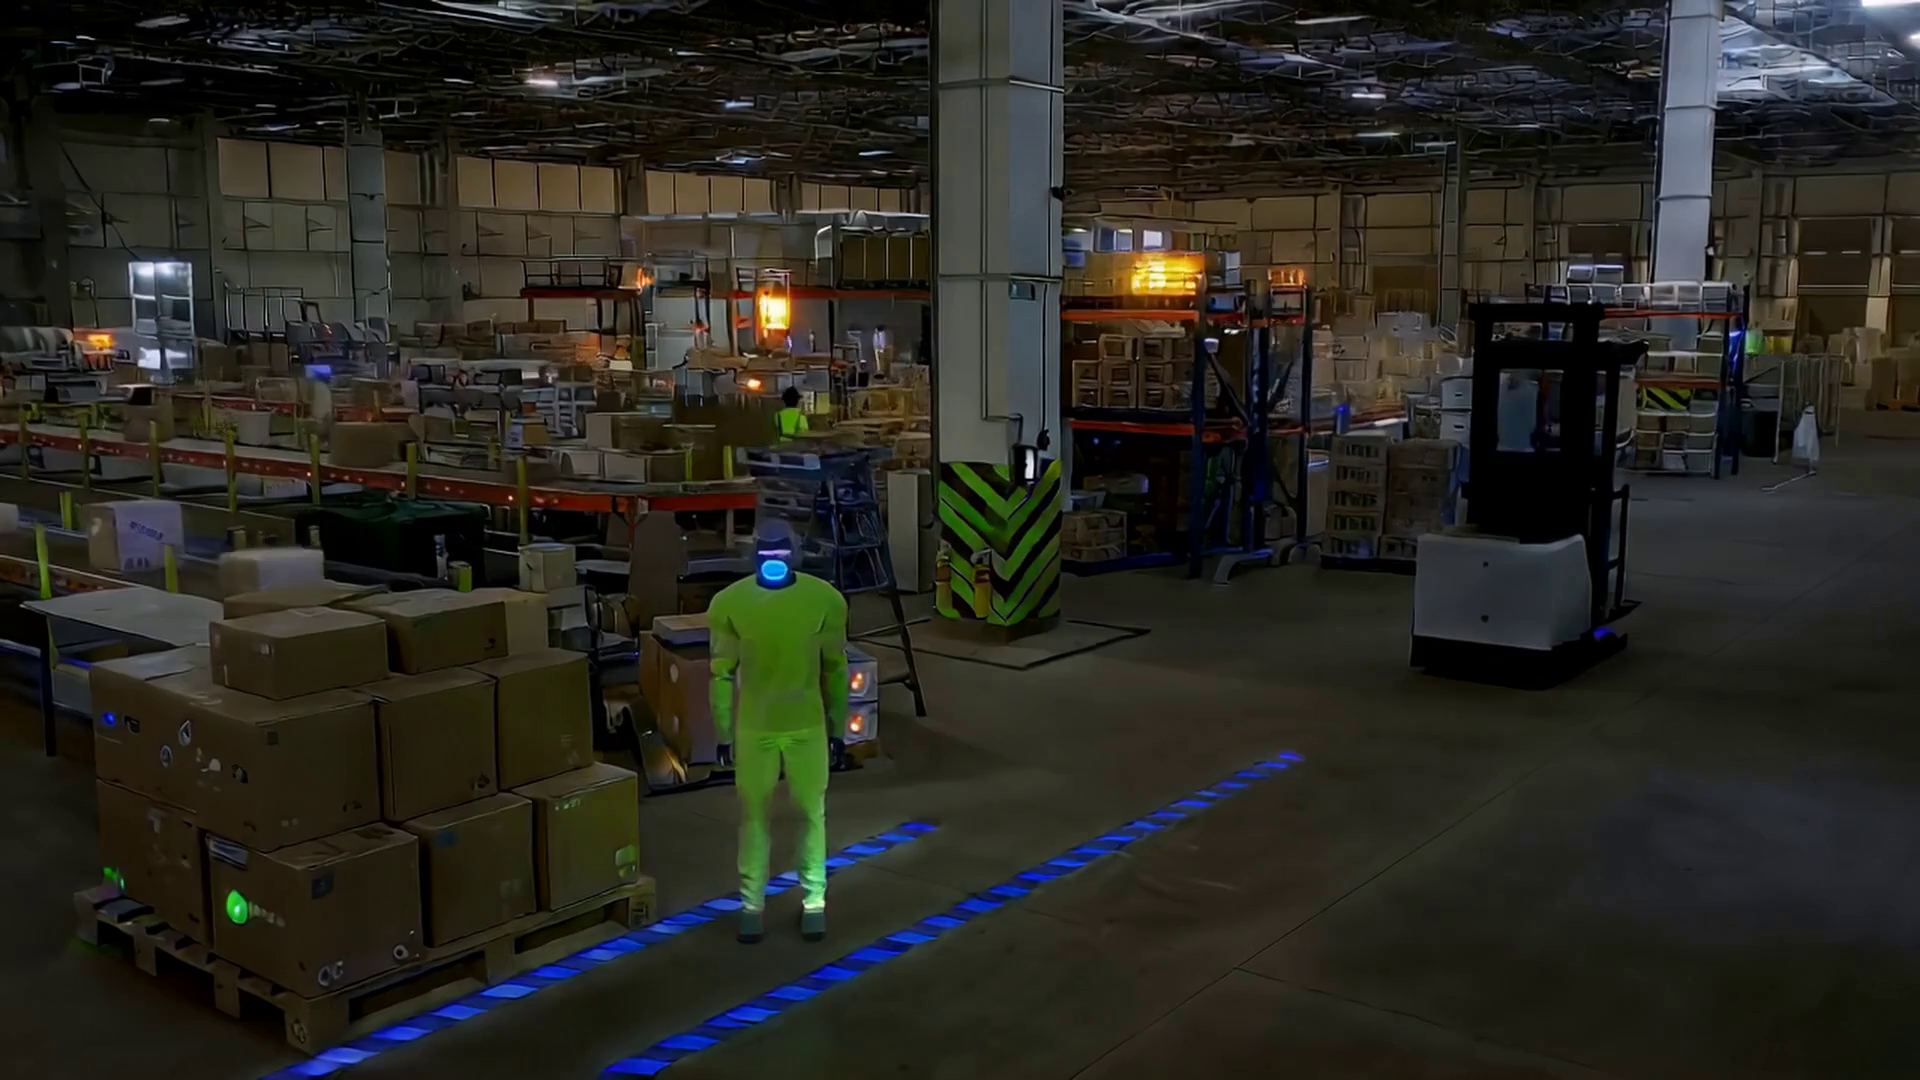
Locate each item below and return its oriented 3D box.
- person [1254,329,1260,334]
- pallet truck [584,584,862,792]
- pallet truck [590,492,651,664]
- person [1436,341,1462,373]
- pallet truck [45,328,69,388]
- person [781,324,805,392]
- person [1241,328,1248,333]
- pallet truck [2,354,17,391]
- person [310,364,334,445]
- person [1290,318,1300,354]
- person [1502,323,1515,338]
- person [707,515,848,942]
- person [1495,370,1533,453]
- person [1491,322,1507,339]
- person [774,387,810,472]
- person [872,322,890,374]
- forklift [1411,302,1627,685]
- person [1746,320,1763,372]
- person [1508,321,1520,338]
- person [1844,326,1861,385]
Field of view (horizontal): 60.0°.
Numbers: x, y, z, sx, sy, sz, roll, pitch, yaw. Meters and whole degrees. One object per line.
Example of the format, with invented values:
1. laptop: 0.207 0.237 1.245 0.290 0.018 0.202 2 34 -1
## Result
1. person: 15.748 -11.120 87.993 1.002 1.959 0.604 5 10 30
2. pallet truck: -1.426 0.805 10.019 1.601 1.201 0.680 -4 9 -26
3. pallet truck: -3.115 0.344 12.883 0.653 1.274 1.630 7 11 37
4. person: 11.152 -3.638 37.995 0.602 1.817 0.676 7 11 38
5. pallet truck: -23.775 -4.544 43.495 1.885 1.965 0.823 6 10 35
6. person: -4.845 -5.161 47.600 0.747 2.017 0.617 -4 9 -24
7. person: 11.876 -8.227 68.619 0.549 1.918 0.744 6 10 33
8. pallet truck: -24.881 -4.417 42.634 1.885 1.965 0.823 8 11 41
9. person: -10.498 -2.020 27.296 0.662 1.747 0.531 2 9 11
10. person: 16.012 -9.807 79.603 0.653 1.808 0.843 -1 8 -6
11. person: 16.964 -5.774 51.835 0.612 1.982 0.408 7 11 41
12. person: -0.807 0.842 7.436 0.623 1.932 0.367 -1 9 -8
13. person: 7.576 -1.396 22.757 0.639 1.863 0.993 -7 11 -38
14. person: 16.040 -5.461 49.528 0.537 2.000 0.689 -7 11 -41
15. person: -2.142 -1.164 21.740 0.558 1.672 0.621 4 9 24
16. person: -2.877 -6.892 59.767 0.617 1.867 0.588 6 10 35
17. forklift: 4.379 -0.438 12.852 1.129 2.768 1.873 7 11 37
18. person: 29.217 -7.132 61.214 0.635 1.922 0.719 -2 9 -12
19. person: 24.553 -9.002 73.915 0.614 1.884 0.648 5 10 28
20. person: 28.264 -5.829 52.637 0.326 1.861 0.498 -3 9 -21
